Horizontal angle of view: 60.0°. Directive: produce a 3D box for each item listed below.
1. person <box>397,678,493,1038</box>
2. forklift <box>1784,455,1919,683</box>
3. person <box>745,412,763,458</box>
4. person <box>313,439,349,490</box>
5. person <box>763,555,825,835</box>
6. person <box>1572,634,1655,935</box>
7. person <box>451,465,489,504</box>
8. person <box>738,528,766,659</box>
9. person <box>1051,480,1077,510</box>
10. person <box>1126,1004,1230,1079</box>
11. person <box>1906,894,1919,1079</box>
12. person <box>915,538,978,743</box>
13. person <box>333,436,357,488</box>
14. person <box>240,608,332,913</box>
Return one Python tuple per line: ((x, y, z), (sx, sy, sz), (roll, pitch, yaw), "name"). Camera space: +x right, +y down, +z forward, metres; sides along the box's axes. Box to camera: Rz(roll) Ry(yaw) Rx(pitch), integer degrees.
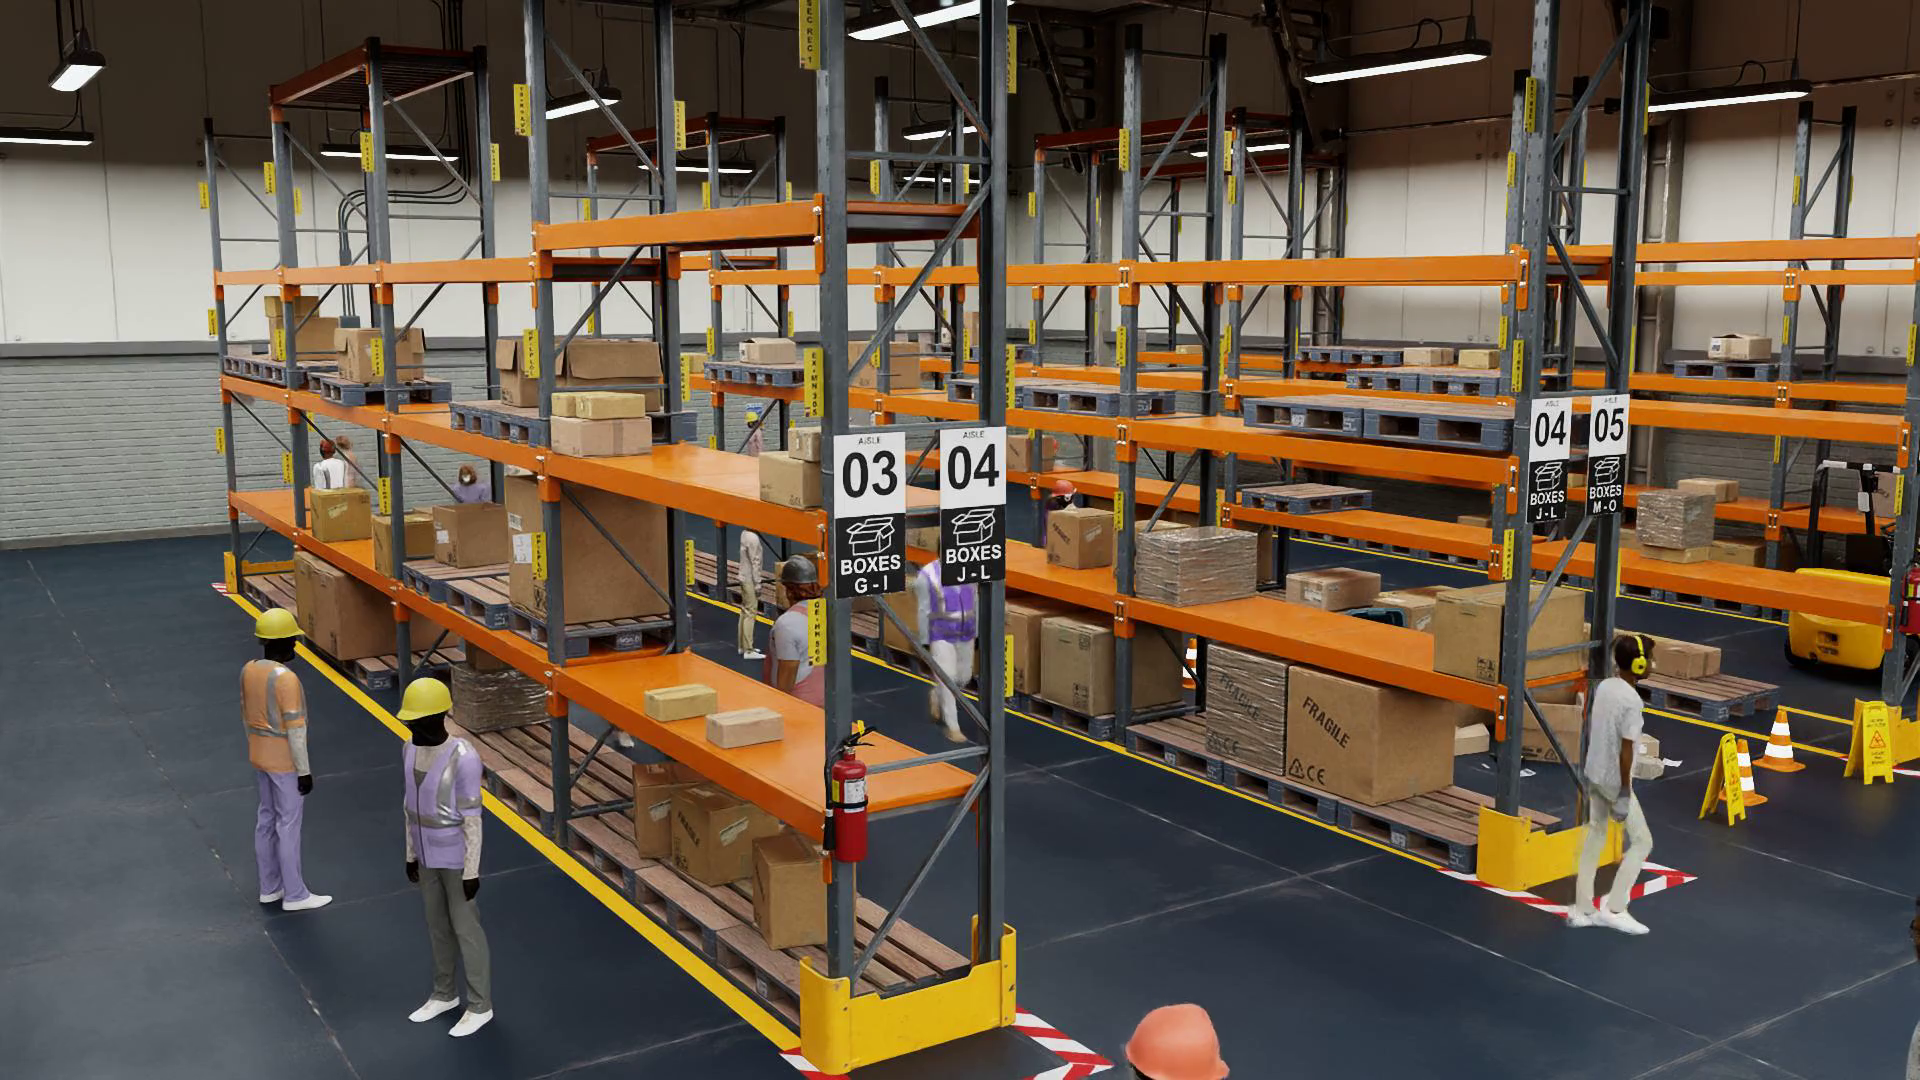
((-2.737, 1.656, 8.763), (0.585, 1.918, 0.410), (6, 10, 35), "person")
((9.643, 0.253, 17.172), (2.313, 2.155, 1.214), (-6, 10, -33), "forklift")
((-3.659, -1.407, 29.675), (0.341, 1.758, 0.526), (-3, 9, -19), "person")
((-8.685, -0.463, 22.966), (0.346, 1.882, 0.584), (4, 9, 25), "person")
((-1.157, 1.114, 11.944), (0.535, 2.000, 0.684), (5, 10, 32), "person")
((4.023, 1.482, 10.146), (0.552, 1.844, 0.542), (-1, 9, -8), "person")
((-6.592, -0.233, 22.431), (0.499, 1.594, 0.841), (-2, 9, -12), "person")
((-2.217, 0.453, 17.736), (0.287, 1.626, 0.497), (-3, 9, -20), "person")
((1.212, 0.169, 19.238), (0.345, 1.740, 0.565), (0, 9, 2), "person")
((0.539, 2.251, 4.787), (0.425, 1.920, 0.656), (-7, 11, -38), "person")
((3.409, 2.125, 5.786), (0.309, 1.868, 0.535), (8, 12, 43), "person")
((-0.110, 0.823, 14.630), (0.631, 1.822, 0.721), (-5, 10, -31), "person")
((-9.886, -0.851, 26.437), (0.678, 1.605, 0.522), (0, 9, 1), "person")
((-4.290, 1.384, 10.519), (0.585, 1.929, 0.370), (7, 11, 37), "person")
